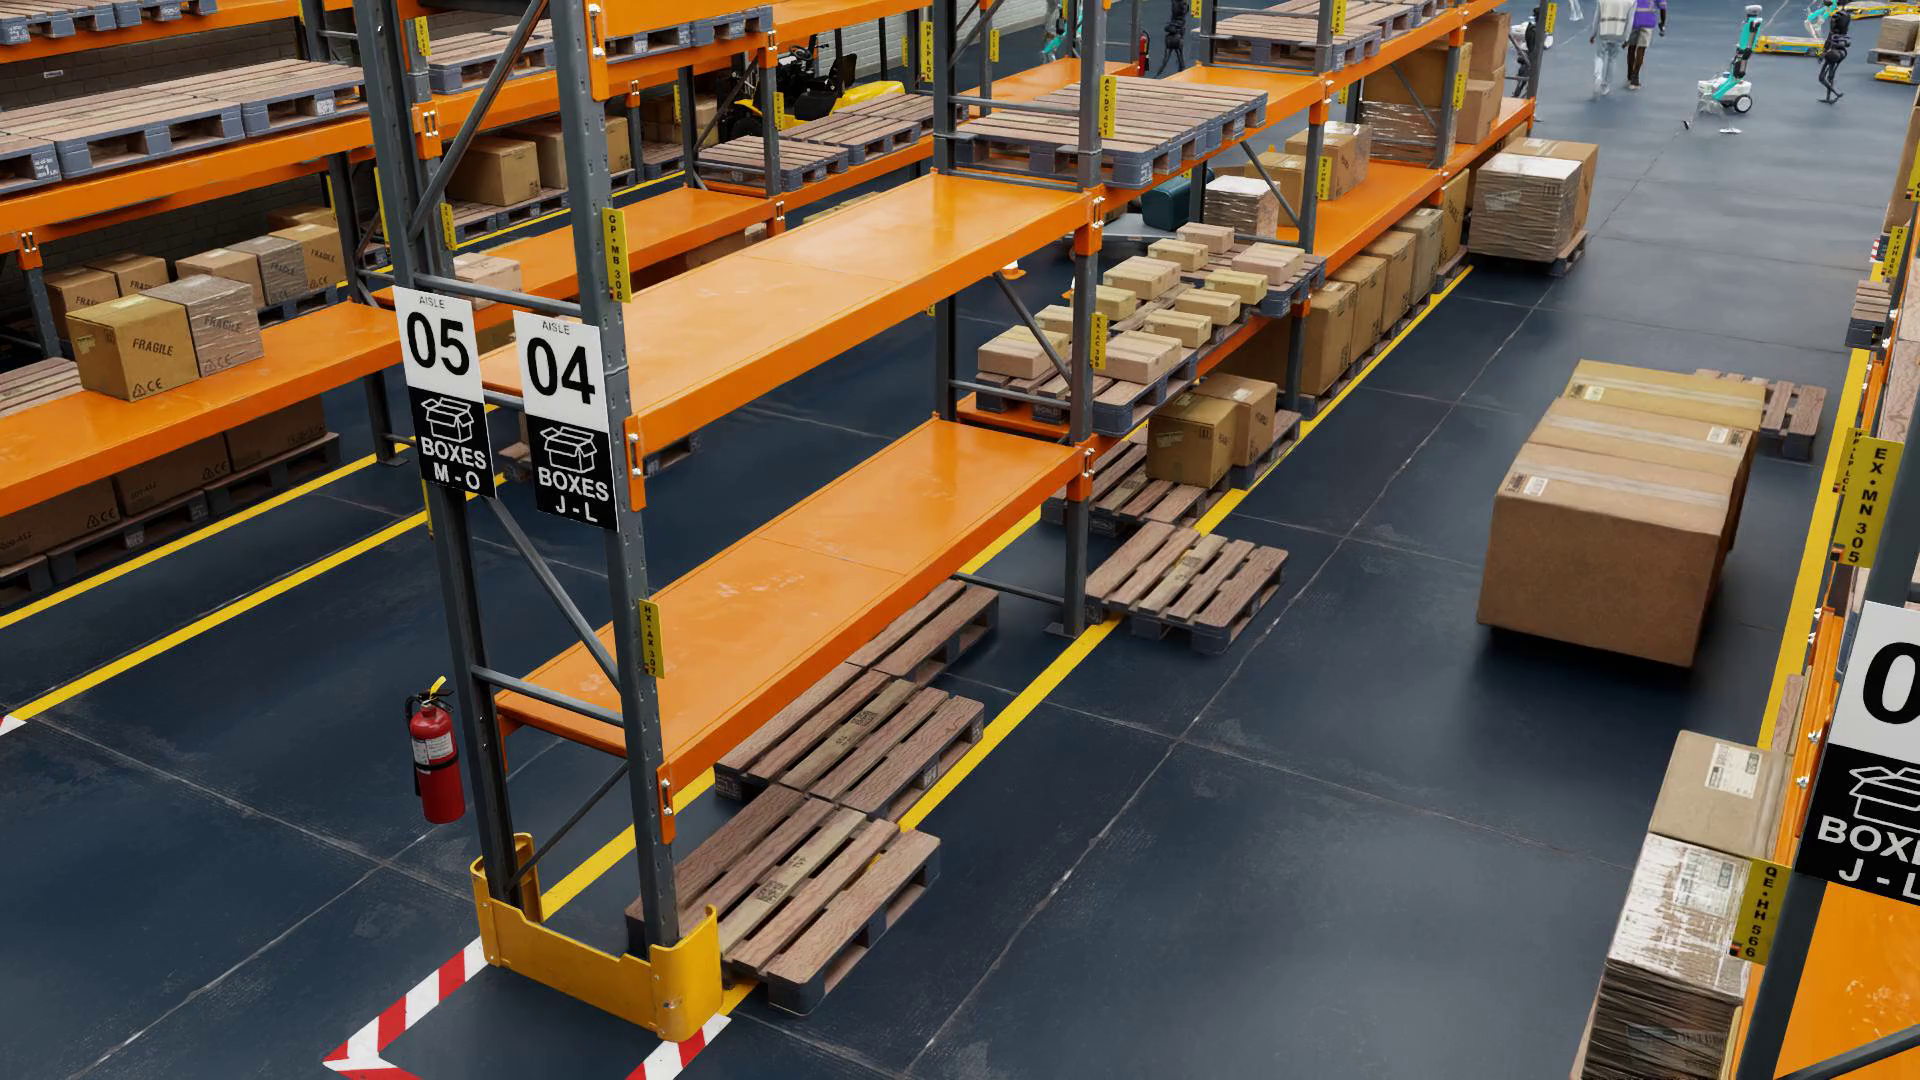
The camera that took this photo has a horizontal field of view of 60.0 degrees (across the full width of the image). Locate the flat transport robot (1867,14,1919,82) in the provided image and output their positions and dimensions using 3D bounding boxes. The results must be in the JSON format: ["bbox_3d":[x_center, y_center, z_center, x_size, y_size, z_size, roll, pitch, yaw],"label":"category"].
[{"bbox_3d":[15.752,-7.754,27.453,1.431,0.231,0.659,-21,33,-36],"label":"flat transport robot"}]

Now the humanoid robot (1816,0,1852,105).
[{"bbox_3d":[13.310,-7.435,25.163,0.587,1.640,0.447,-20,32,-36],"label":"humanoid robot"}]

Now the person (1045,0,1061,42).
[{"bbox_3d":[1.755,-10.031,30.293,0.422,1.913,0.671,-9,27,-18],"label":"person"}]

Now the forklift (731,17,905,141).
[{"bbox_3d":[-1.819,-5.975,21.543,2.313,2.155,1.214,14,29,26],"label":"forklift"}]

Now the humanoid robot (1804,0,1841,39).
[{"bbox_3d":[15.390,-9.589,29.629,0.540,1.849,0.668,-22,33,-38],"label":"humanoid robot"}]

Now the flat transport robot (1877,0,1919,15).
[{"bbox_3d":[19.398,-10.861,33.910,0.659,0.231,1.431,15,29,28],"label":"flat transport robot"}]

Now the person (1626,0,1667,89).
[{"bbox_3d":[10.910,-8.245,26.583,0.722,1.900,0.994,15,29,28],"label":"person"}]

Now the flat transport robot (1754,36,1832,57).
[{"bbox_3d":[14.836,-8.791,29.609,1.431,0.231,0.659,11,28,21],"label":"flat transport robot"}]

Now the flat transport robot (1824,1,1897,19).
[{"bbox_3d":[18.220,-10.693,33.560,1.431,0.231,0.659,-13,28,-24],"label":"flat transport robot"}]

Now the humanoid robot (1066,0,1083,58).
[{"bbox_3d":[1.981,-9.135,28.703,0.534,1.833,0.806,8,27,16],"label":"humanoid robot"}]

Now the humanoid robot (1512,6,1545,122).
[{"bbox_3d":[8.254,-6.871,24.025,0.689,1.630,0.608,11,28,21],"label":"humanoid robot"}]

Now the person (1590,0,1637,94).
[{"bbox_3d":[10.092,-7.844,25.769,0.596,1.888,0.688,10,27,19],"label":"person"}]

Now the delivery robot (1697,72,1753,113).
[{"bbox_3d":[11.468,-6.709,24.945,0.743,0.587,0.525,-2,26,-5],"label":"delivery robot"}]

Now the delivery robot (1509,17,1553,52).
[{"bbox_3d":[10.269,-9.094,29.910,0.797,0.595,0.499,-16,30,-29],"label":"delivery robot"}]

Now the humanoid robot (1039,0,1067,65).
[{"bbox_3d":[1.473,-8.280,26.965,0.794,1.861,0.530,8,27,16],"label":"humanoid robot"}]

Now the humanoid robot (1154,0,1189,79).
[{"bbox_3d":[3.397,-8.067,26.547,0.725,1.632,0.617,-6,26,-12],"label":"humanoid robot"}]

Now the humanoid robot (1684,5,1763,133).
[{"bbox_3d":[10.680,-6.587,23.405,0.874,1.829,0.564,6,26,12],"label":"humanoid robot"}]

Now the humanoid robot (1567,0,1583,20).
[{"bbox_3d":[12.304,-11.172,32.899,0.647,1.829,0.536,22,34,38],"label":"humanoid robot"}]
